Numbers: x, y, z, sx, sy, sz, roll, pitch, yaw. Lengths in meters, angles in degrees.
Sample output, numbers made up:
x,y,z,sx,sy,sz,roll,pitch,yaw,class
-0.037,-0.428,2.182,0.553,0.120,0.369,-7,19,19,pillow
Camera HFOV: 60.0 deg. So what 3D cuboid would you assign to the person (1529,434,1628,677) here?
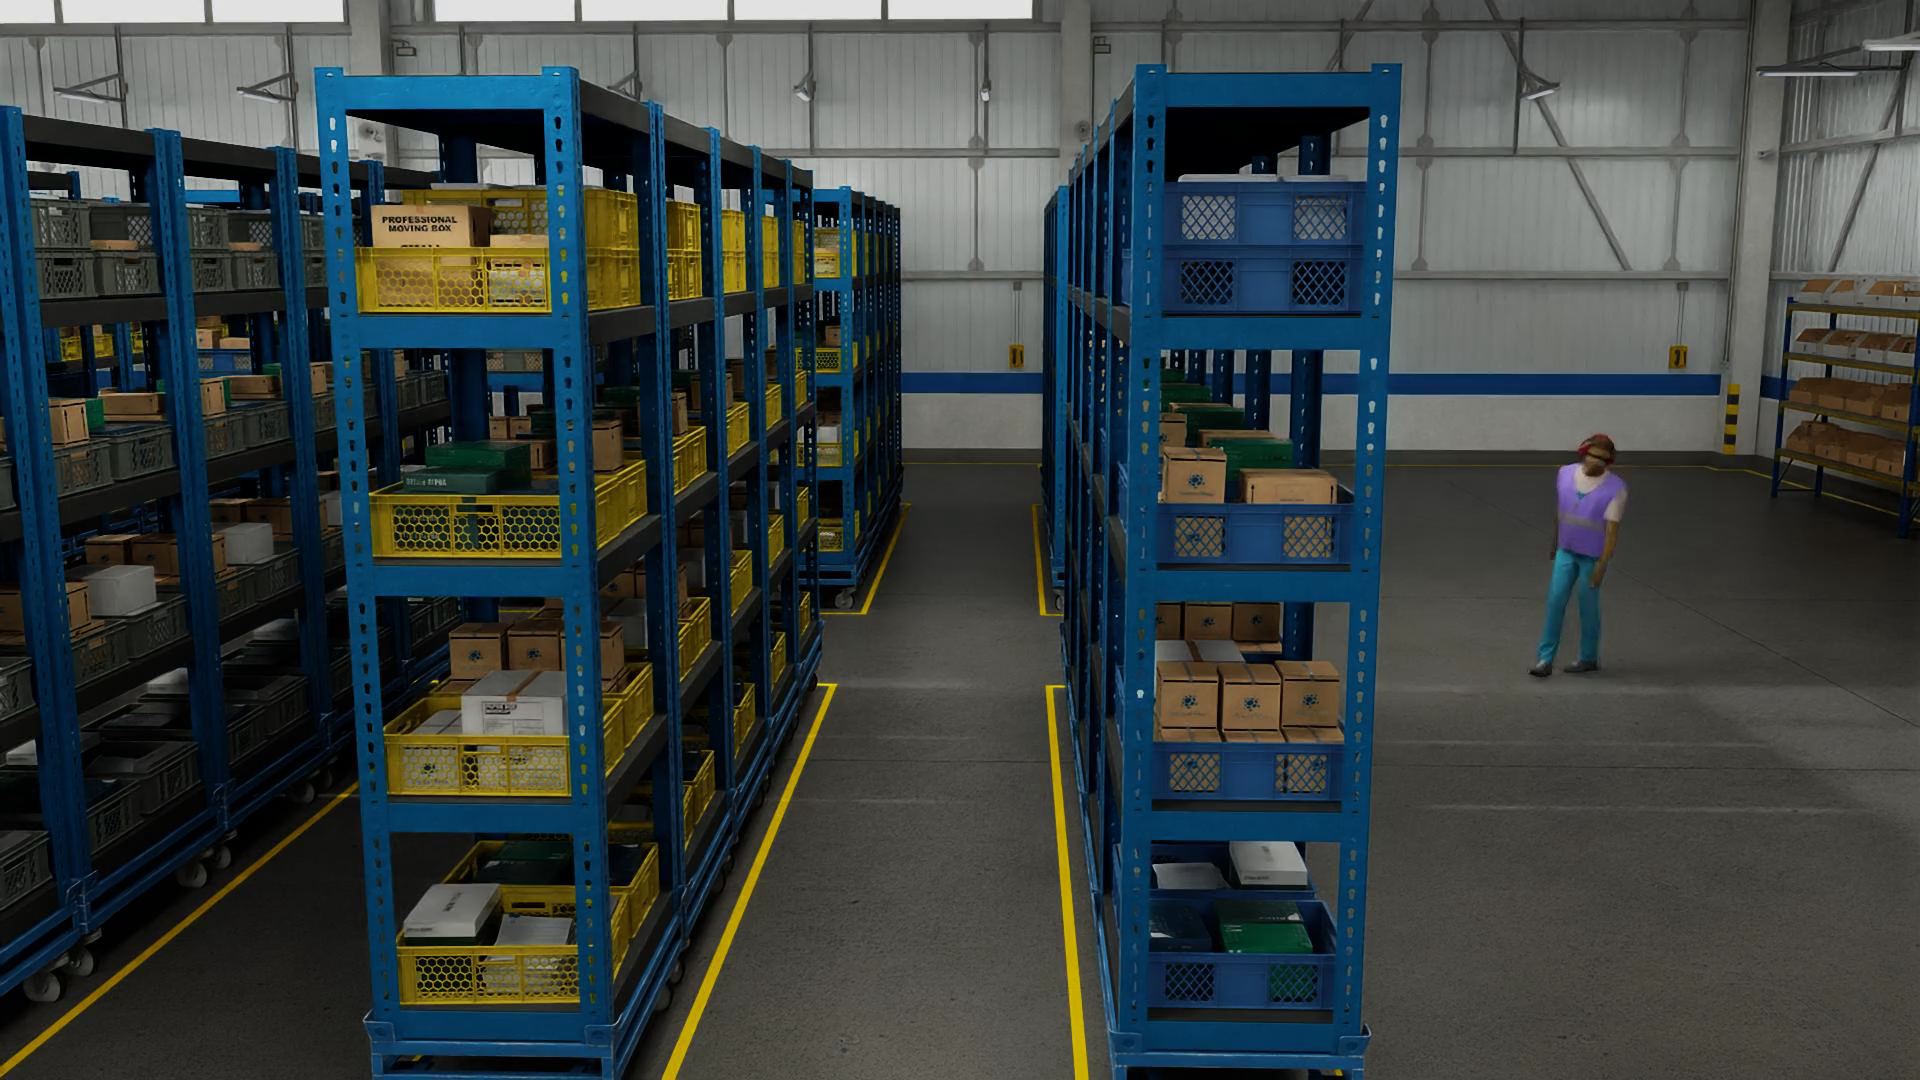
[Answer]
x,y,z,sx,sy,sz,roll,pitch,yaw,class
4.409,0.123,11.882,0.805,1.786,0.658,-8,12,-38,person
